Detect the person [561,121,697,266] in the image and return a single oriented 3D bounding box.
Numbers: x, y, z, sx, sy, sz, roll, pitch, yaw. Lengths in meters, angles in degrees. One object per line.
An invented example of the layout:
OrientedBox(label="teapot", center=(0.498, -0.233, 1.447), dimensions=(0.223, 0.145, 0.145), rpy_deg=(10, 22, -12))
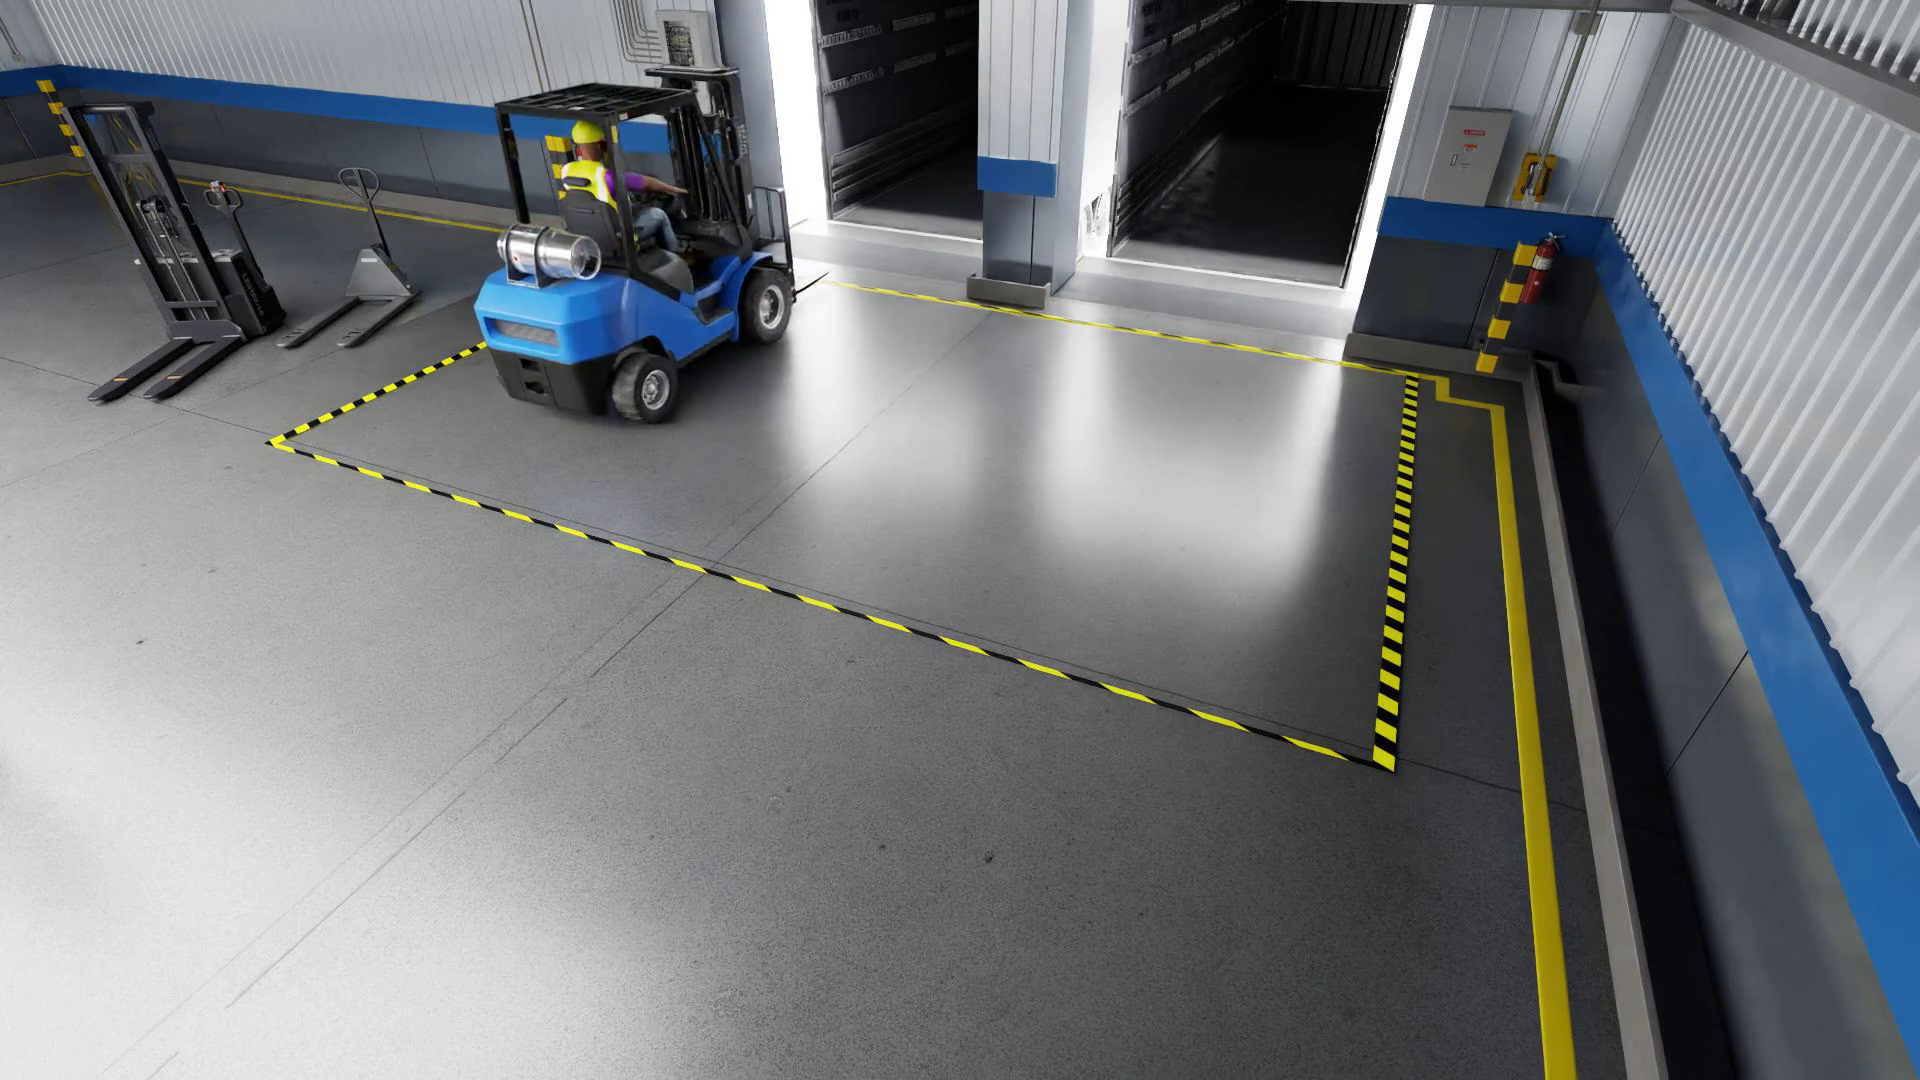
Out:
OrientedBox(label="person", center=(-2.532, -2.648, 7.171), dimensions=(0.635, 1.294, 1.004), rpy_deg=(14, 37, 19))

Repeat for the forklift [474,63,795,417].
OrientedBox(label="forklift", center=(-2.562, -2.465, 7.235), dimensions=(1.157, 2.036, 2.680), rpy_deg=(14, 37, 19))

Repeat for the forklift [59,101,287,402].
OrientedBox(label="forklift", center=(-6.686, -2.387, 7.434), dimensions=(0.823, 1.965, 1.885), rpy_deg=(-3, 35, -5))

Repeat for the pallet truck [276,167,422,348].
OrientedBox(label="pallet truck", center=(-5.732, -2.611, 8.414), dimensions=(0.680, 1.201, 1.601), rpy_deg=(-1, 35, -1))
